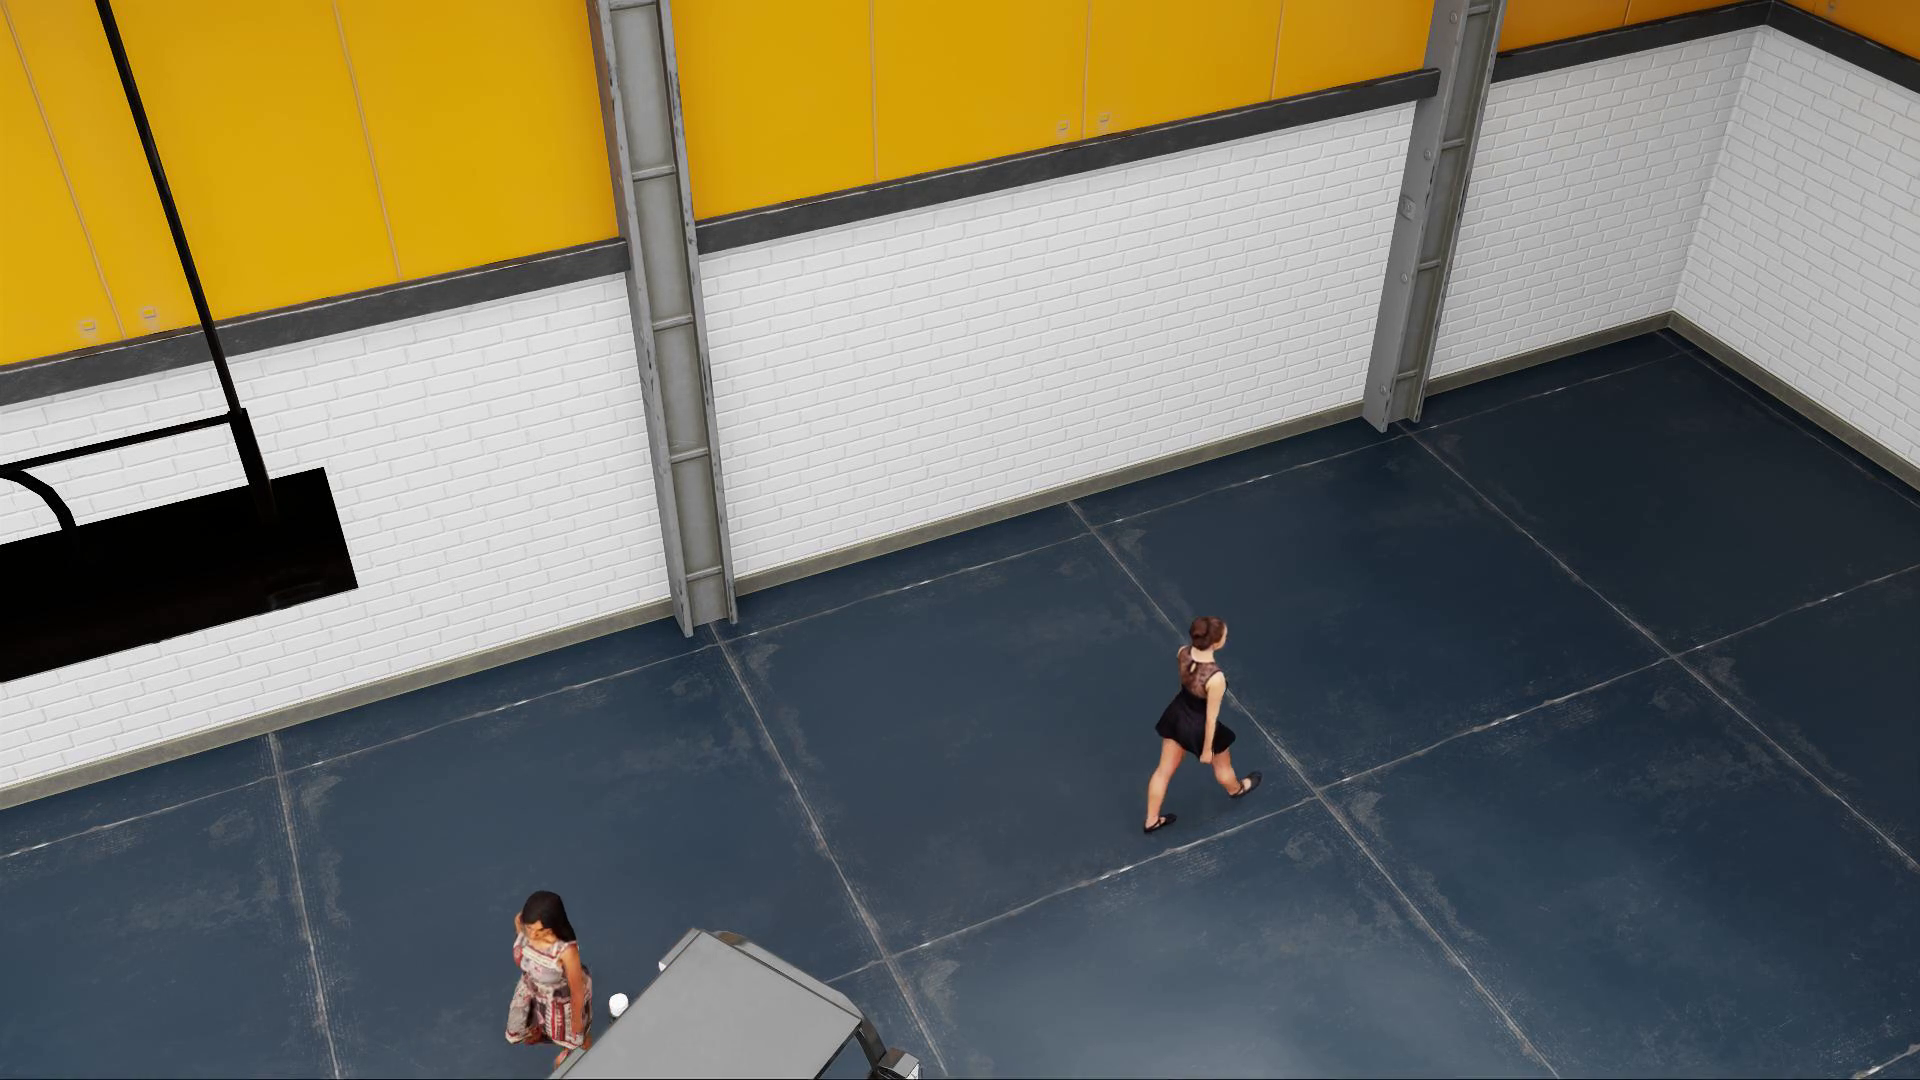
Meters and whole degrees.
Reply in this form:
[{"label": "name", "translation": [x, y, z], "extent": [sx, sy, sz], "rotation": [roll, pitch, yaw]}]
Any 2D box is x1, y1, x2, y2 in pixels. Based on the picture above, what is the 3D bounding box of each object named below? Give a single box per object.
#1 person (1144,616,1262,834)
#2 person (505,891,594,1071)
[{"label": "person", "translation": [1.323, 1.142, 9.921], "extent": [1.081, 1.637, 0.665], "rotation": [-21, 43, -24]}, {"label": "person", "translation": [-1.993, 2.262, 8.528], "extent": [0.789, 1.625, 0.827], "rotation": [25, 45, 28]}]
